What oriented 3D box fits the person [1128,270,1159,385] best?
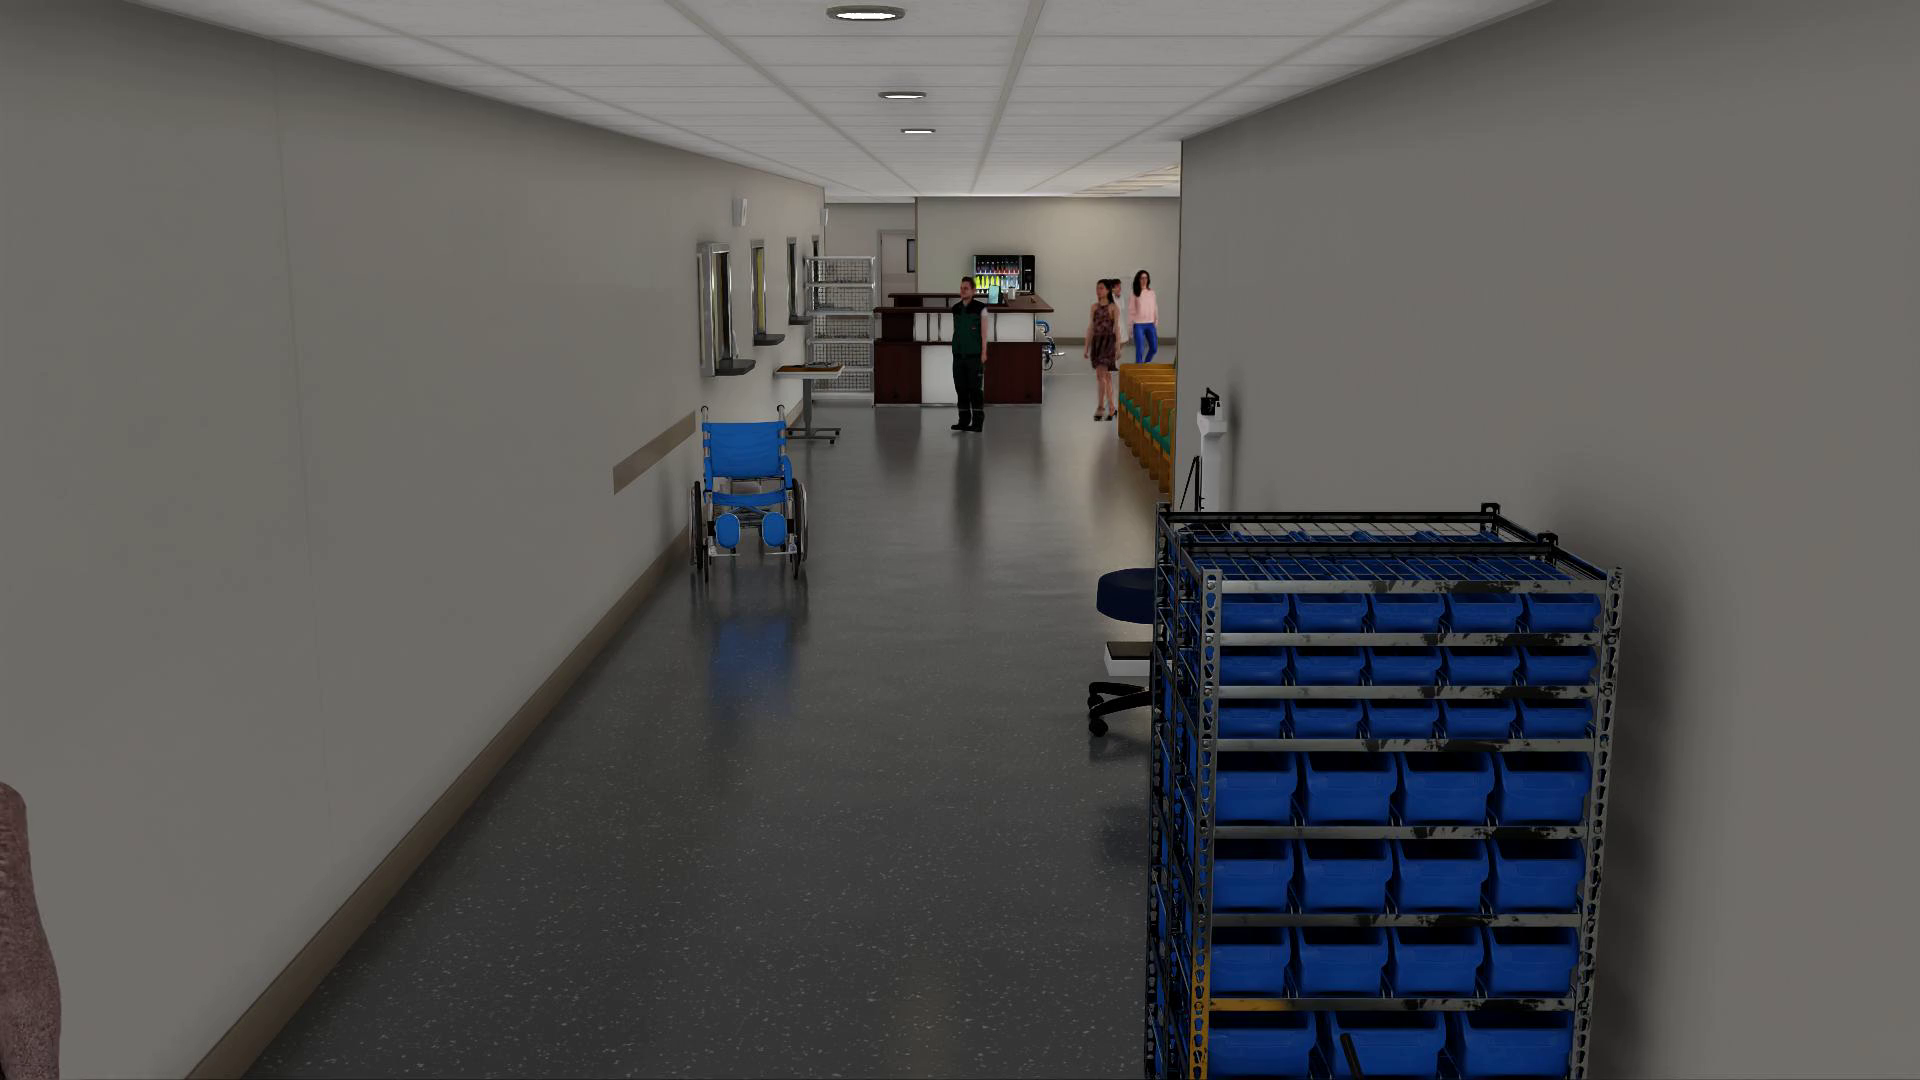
[{"bbox_3d":[2.755,-3.221,25.312,0.673,1.758,0.809,-3,11,-17],"label":"person"}]

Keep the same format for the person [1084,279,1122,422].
[{"bbox_3d":[1.846,-2.340,20.684,0.831,1.752,0.888,9,14,41],"label":"person"}]

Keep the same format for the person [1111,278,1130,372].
[{"bbox_3d":[2.567,-3.616,27.967,0.734,1.544,0.793,-8,13,-36],"label":"person"}]

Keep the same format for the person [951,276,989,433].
[{"bbox_3d":[0.115,-2.200,19.703,0.695,1.842,0.792,7,13,31],"label":"person"}]
